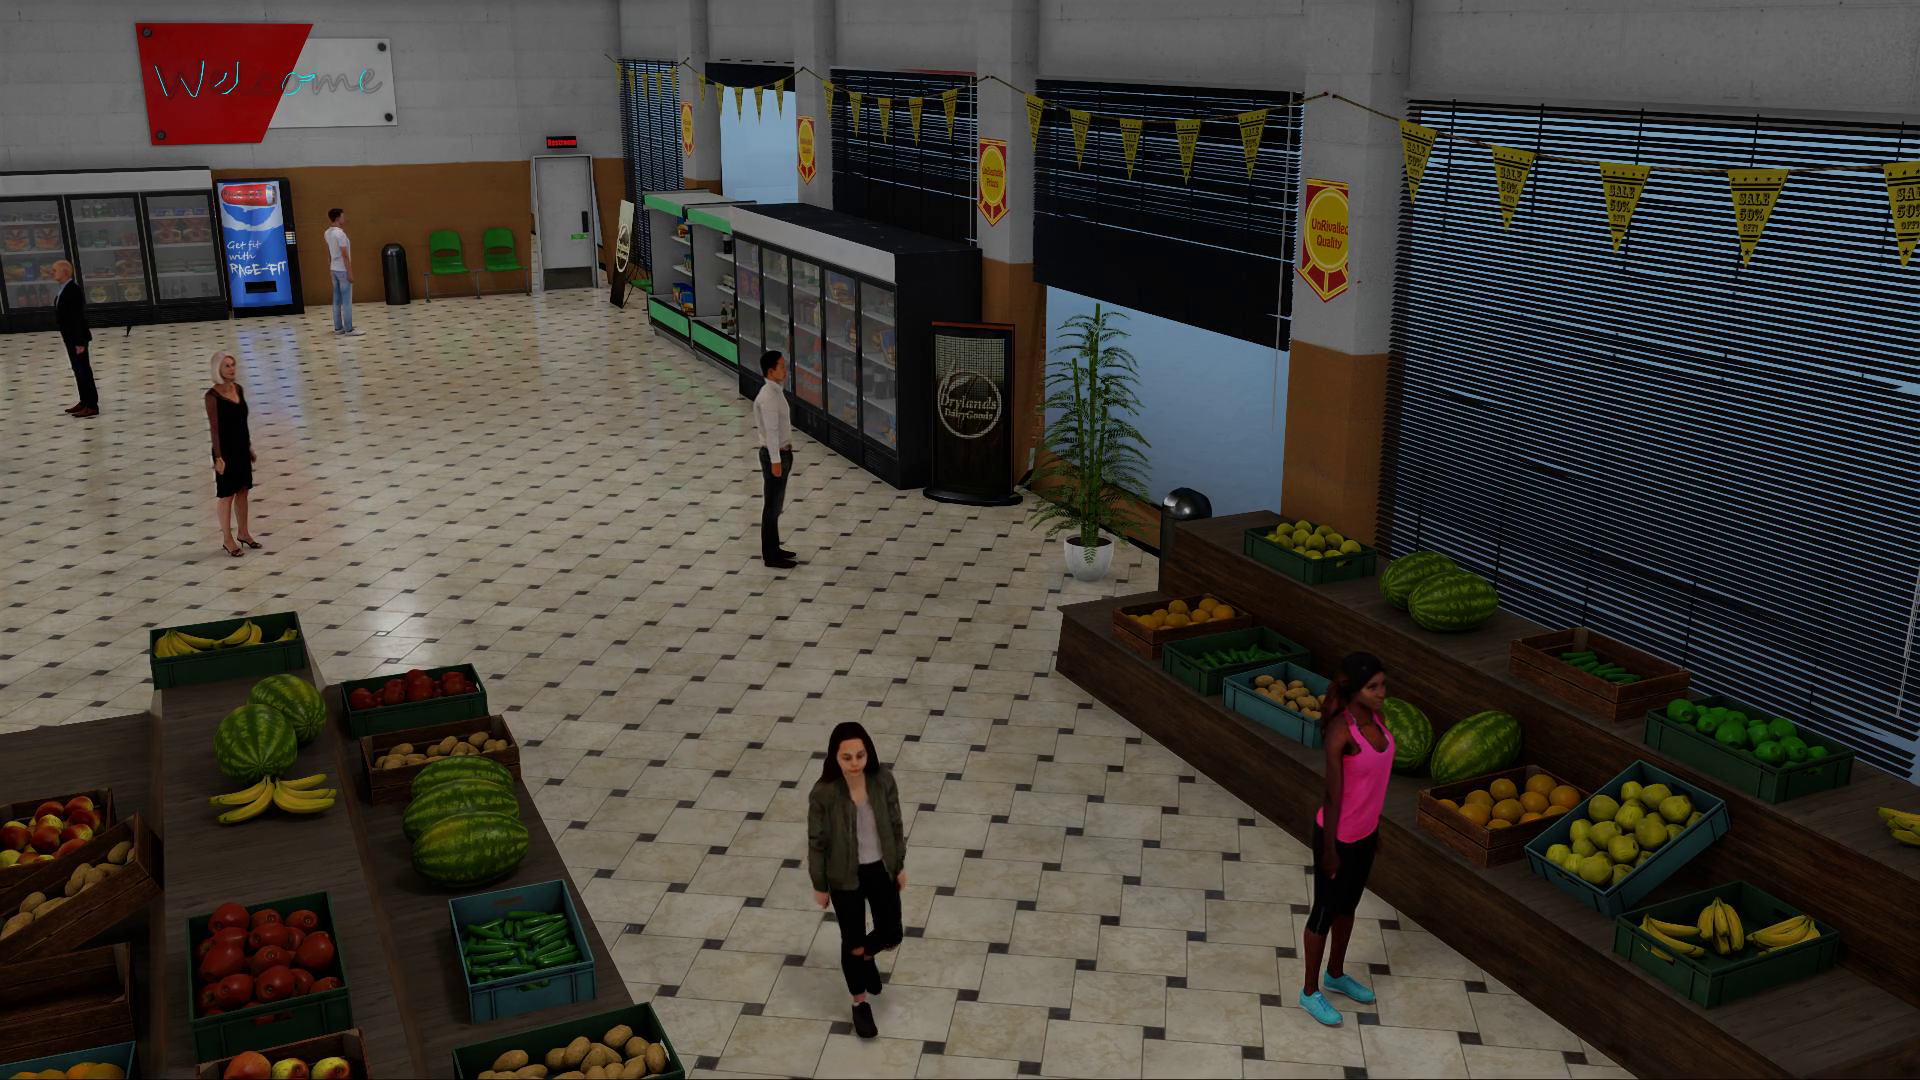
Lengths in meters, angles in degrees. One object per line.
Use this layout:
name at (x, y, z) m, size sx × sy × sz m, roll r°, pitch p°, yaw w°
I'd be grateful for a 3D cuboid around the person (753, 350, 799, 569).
person at (-1.542, -0.682, 13.797) m, size 0.798 × 1.810 × 0.628 m, roll -1°, pitch 17°, yaw -3°

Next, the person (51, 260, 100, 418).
person at (-10.262, -2.349, 19.305) m, size 0.791 × 1.800 × 0.607 m, roll -13°, pitch 21°, yaw -37°

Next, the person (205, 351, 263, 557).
person at (-6.178, -0.743, 14.109) m, size 0.730 × 1.746 × 0.656 m, roll 5°, pitch 18°, yaw 16°

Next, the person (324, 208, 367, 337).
person at (-9.112, -3.944, 24.470) m, size 0.633 × 1.851 × 0.792 m, roll 14°, pitch 22°, yaw 39°

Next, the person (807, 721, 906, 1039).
person at (-0.464, 1.457, 7.347) m, size 0.616 × 1.465 × 0.680 m, roll -7°, pitch 18°, yaw -21°

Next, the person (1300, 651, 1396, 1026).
person at (1.725, 1.302, 7.414) m, size 0.611 × 1.723 × 0.620 m, roll -14°, pitch 22°, yaw -39°
